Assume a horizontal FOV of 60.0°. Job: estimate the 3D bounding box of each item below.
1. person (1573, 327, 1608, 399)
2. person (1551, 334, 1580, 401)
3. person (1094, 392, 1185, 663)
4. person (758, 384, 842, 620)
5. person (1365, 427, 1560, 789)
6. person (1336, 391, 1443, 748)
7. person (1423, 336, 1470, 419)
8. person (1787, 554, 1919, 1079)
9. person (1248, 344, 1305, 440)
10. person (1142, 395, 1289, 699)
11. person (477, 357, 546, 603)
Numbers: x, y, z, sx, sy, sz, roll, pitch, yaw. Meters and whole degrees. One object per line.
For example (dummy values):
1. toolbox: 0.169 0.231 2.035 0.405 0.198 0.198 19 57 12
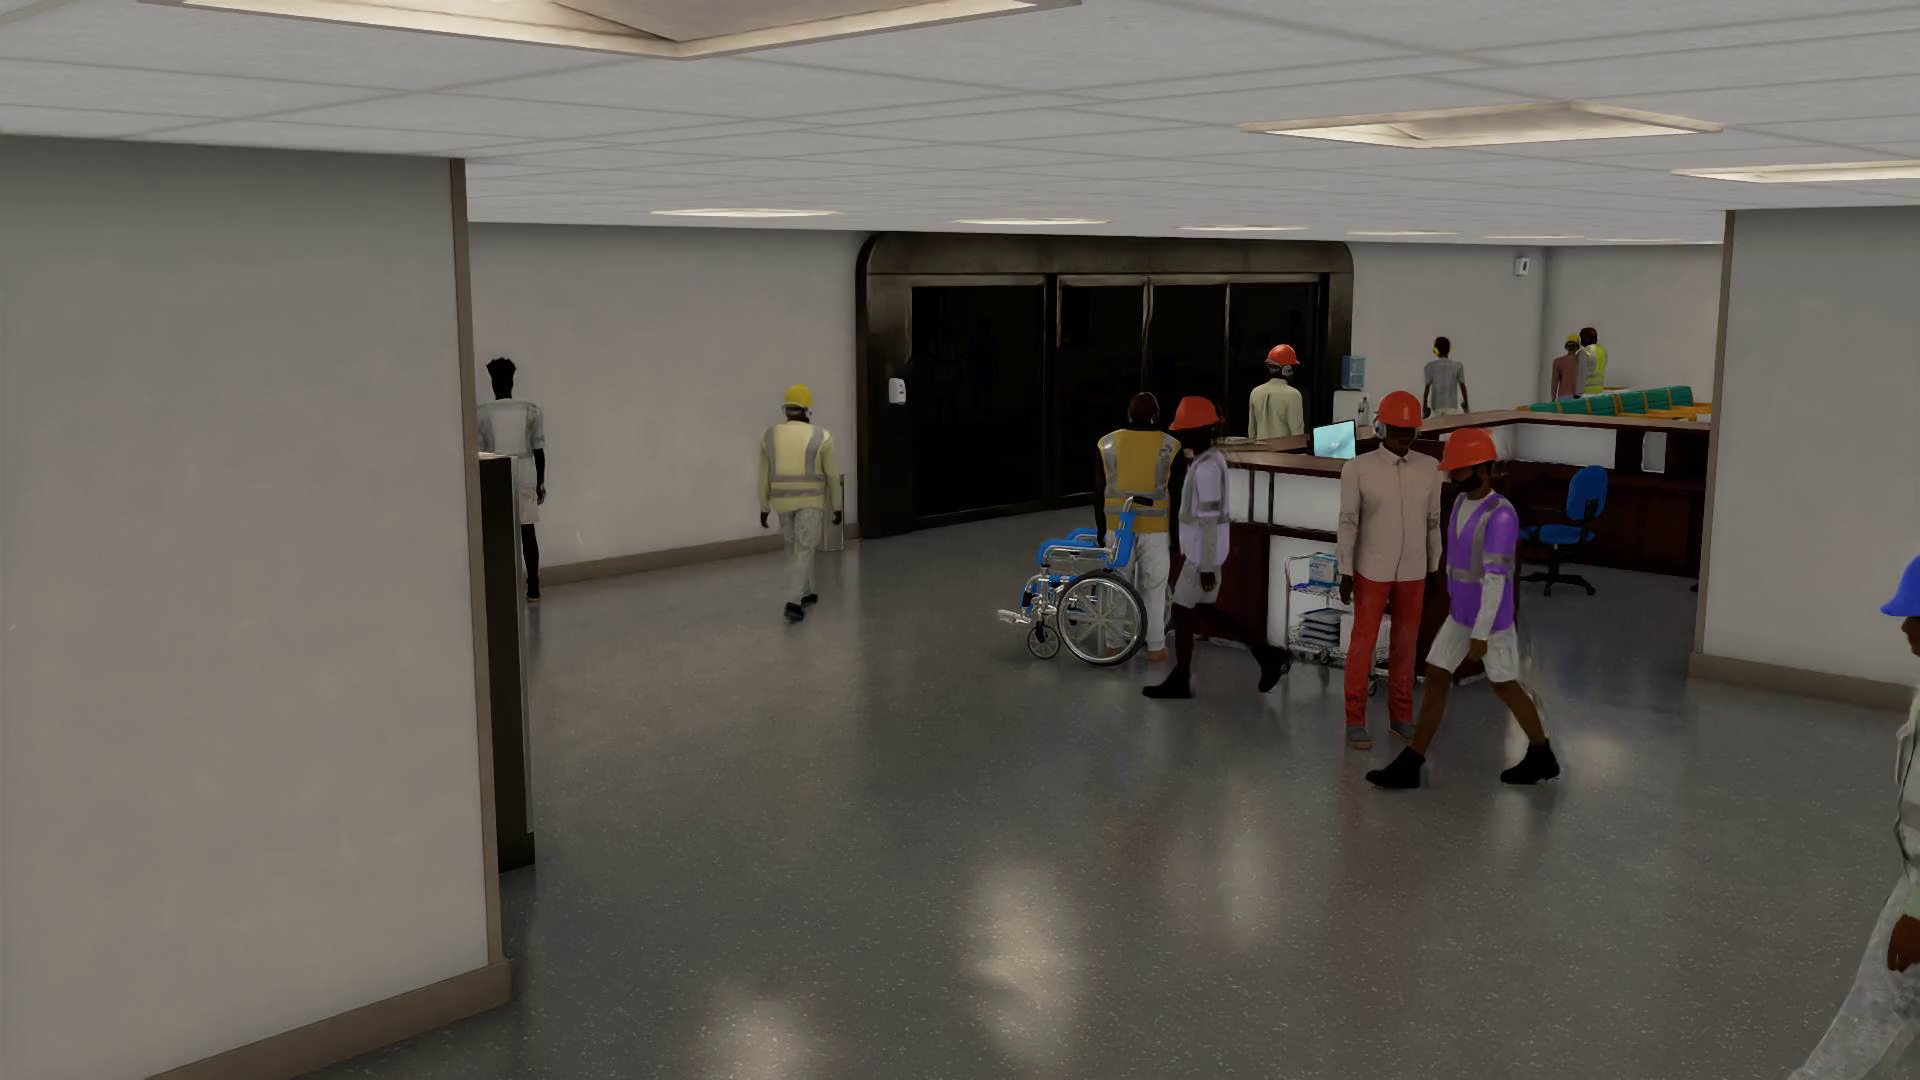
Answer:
1. person: 8.880 -2.093 23.572 0.621 1.839 0.429 -8 12 -40
2. person: 8.689 -2.062 23.663 0.533 1.740 0.724 6 11 33
3. person: 1.218 -0.082 11.257 0.630 1.835 0.429 2 10 14
4. person: -1.232 -0.297 12.732 0.608 1.792 0.933 3 10 15
5. person: 2.634 0.362 8.419 1.033 1.876 0.553 -2 9 -12
6. person: 2.392 0.166 9.228 0.624 1.991 0.390 -2 9 -11
7. person: 6.099 -1.658 20.970 0.549 1.818 0.973 6 11 32
8. person: 2.744 0.958 4.687 0.991 1.889 0.653 2 10 14
9. person: 2.809 -0.724 14.682 0.379 1.996 0.611 -7 11 -35
10. person: 1.573 0.064 10.159 0.819 1.907 0.560 2 9 12
11. person: -3.566 -0.456 13.124 0.606 1.967 0.367 -5 10 -27
